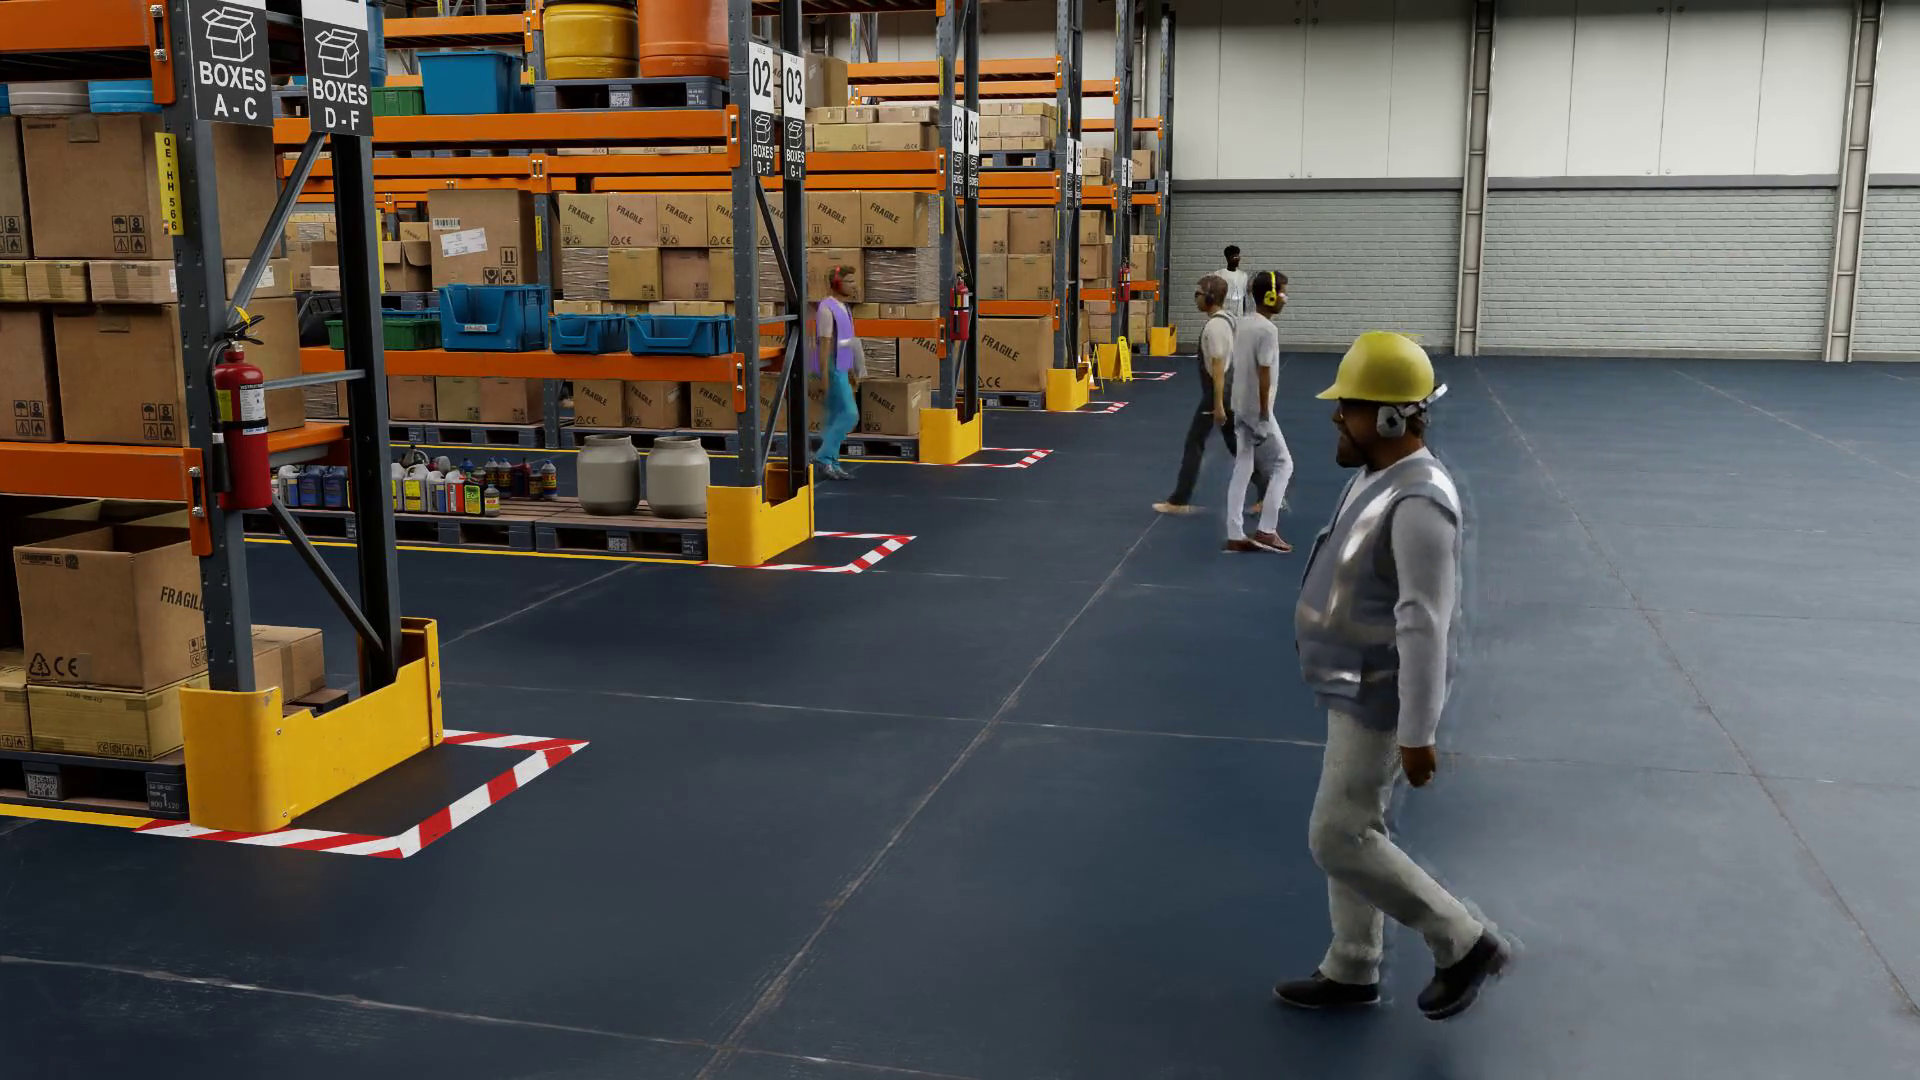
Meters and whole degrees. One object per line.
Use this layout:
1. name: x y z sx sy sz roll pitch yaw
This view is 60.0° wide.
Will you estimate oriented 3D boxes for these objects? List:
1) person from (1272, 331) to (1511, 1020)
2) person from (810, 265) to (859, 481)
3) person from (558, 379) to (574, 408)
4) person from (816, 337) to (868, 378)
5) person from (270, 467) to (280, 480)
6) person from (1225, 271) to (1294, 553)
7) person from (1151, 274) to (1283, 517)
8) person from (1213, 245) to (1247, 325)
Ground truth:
1. person: 1.105 0.378 4.265 0.495 1.817 0.597 1 10 7
2. person: -1.034 -1.398 14.058 0.445 1.831 0.560 1 10 6
3. person: -5.132 -2.637 20.347 0.845 2.000 0.688 2 10 10
4. person: -1.320 -2.422 19.603 1.039 1.880 0.648 2 10 10
5. person: -5.738 -1.215 13.469 0.383 1.698 0.555 -2 10 -12
6. person: 1.982 -0.822 10.864 0.588 1.843 0.484 -4 11 -23
7. person: 1.951 -1.048 12.242 0.965 1.803 0.524 4 11 23
8. person: 3.904 -3.265 24.036 0.607 1.966 0.367 -6 12 -30
